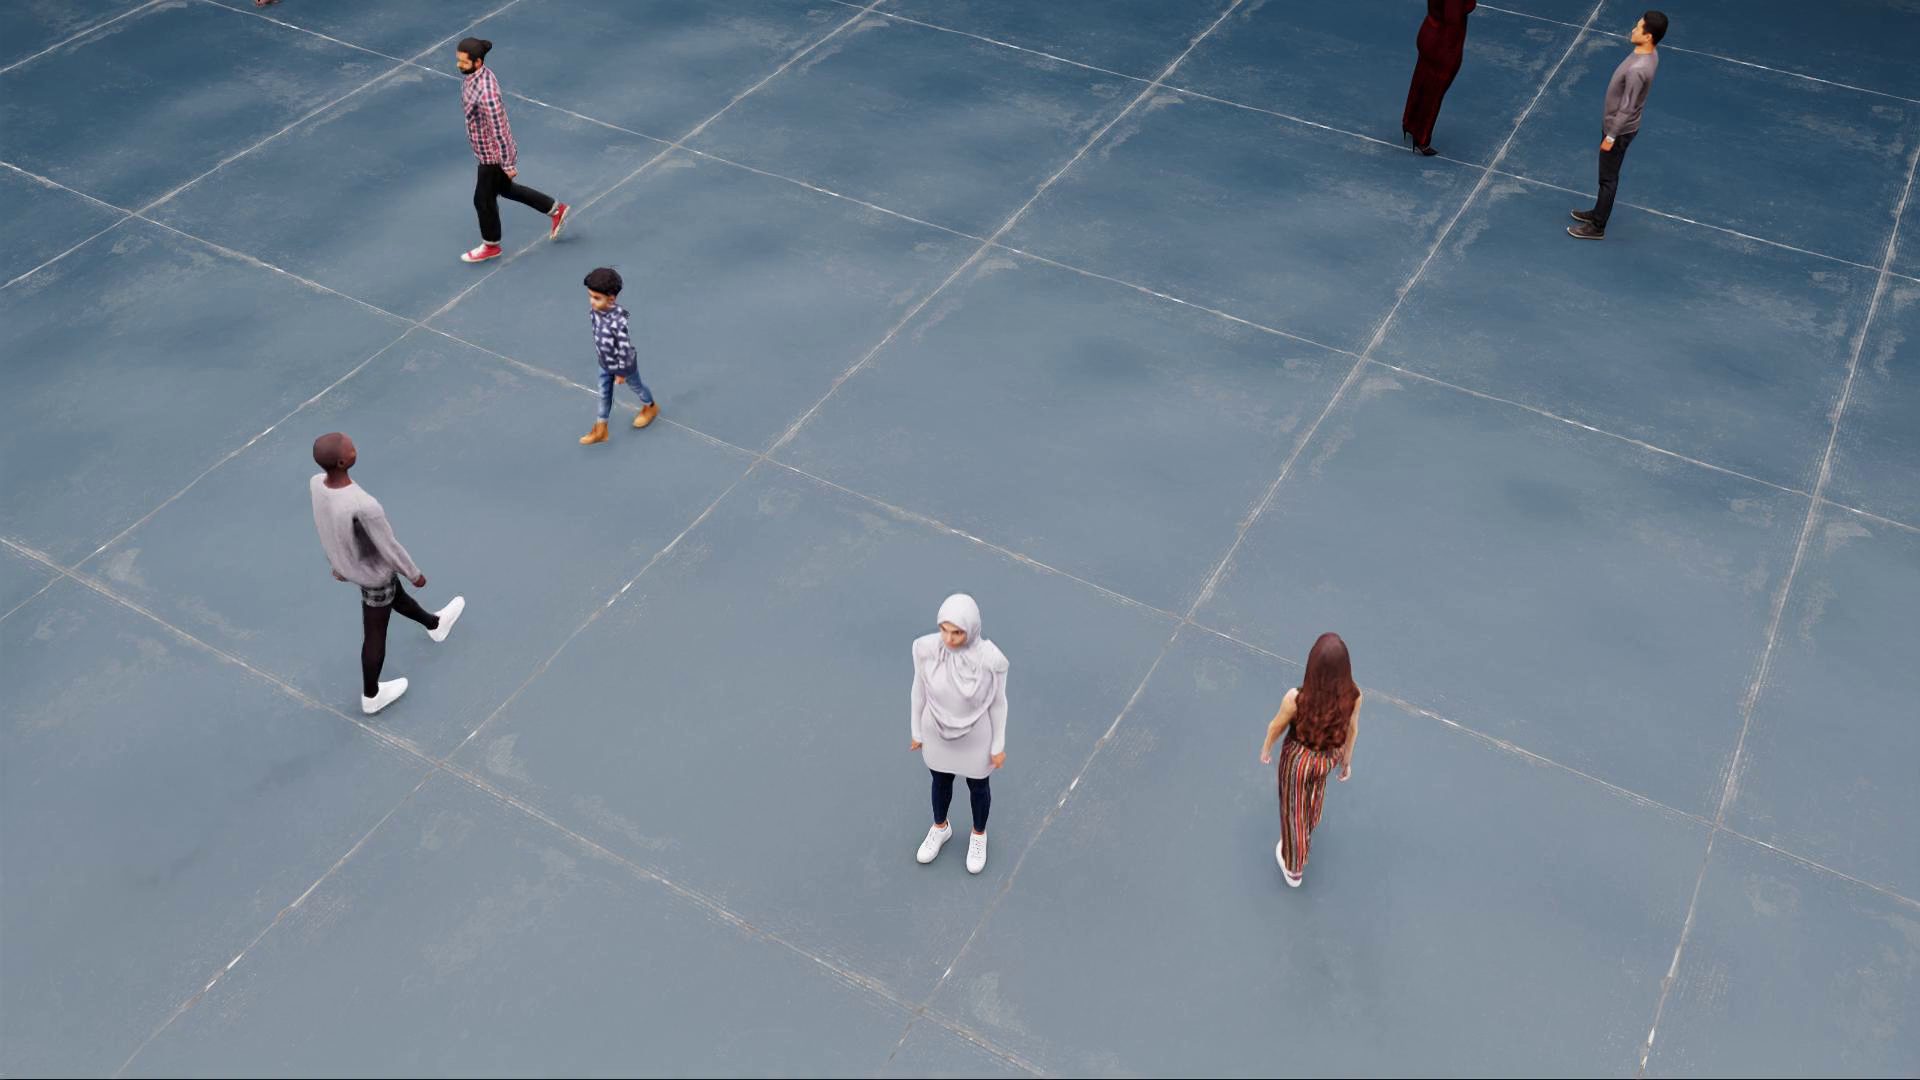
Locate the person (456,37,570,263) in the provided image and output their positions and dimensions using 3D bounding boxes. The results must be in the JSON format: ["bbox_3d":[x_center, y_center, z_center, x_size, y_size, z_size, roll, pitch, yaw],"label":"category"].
[{"bbox_3d":[-3.310,-2.835,12.064,1.204,1.726,1.094,-13,44,-14],"label":"person"}]

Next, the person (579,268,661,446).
[{"bbox_3d":[-2.150,-1.193,10.630,0.573,1.224,0.858,28,49,27],"label":"person"}]

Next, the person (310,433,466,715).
[{"bbox_3d":[-3.173,0.215,8.696,0.728,1.740,1.097,26,48,26],"label":"person"}]

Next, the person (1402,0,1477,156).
[{"bbox_3d":[3.812,-3.942,13.263,0.826,1.752,0.736,-4,42,-4],"label":"person"}]

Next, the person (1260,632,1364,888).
[{"bbox_3d":[1.677,1.090,7.874,0.733,1.549,0.799,-5,42,-5],"label":"person"}]

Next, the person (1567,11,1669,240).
[{"bbox_3d":[4.878,-3.051,12.271,0.720,1.769,0.490,-3,42,-3],"label":"person"}]

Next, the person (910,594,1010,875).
[{"bbox_3d":[0.002,0.917,7.896,0.667,1.775,0.619,11,43,12],"label":"person"}]
